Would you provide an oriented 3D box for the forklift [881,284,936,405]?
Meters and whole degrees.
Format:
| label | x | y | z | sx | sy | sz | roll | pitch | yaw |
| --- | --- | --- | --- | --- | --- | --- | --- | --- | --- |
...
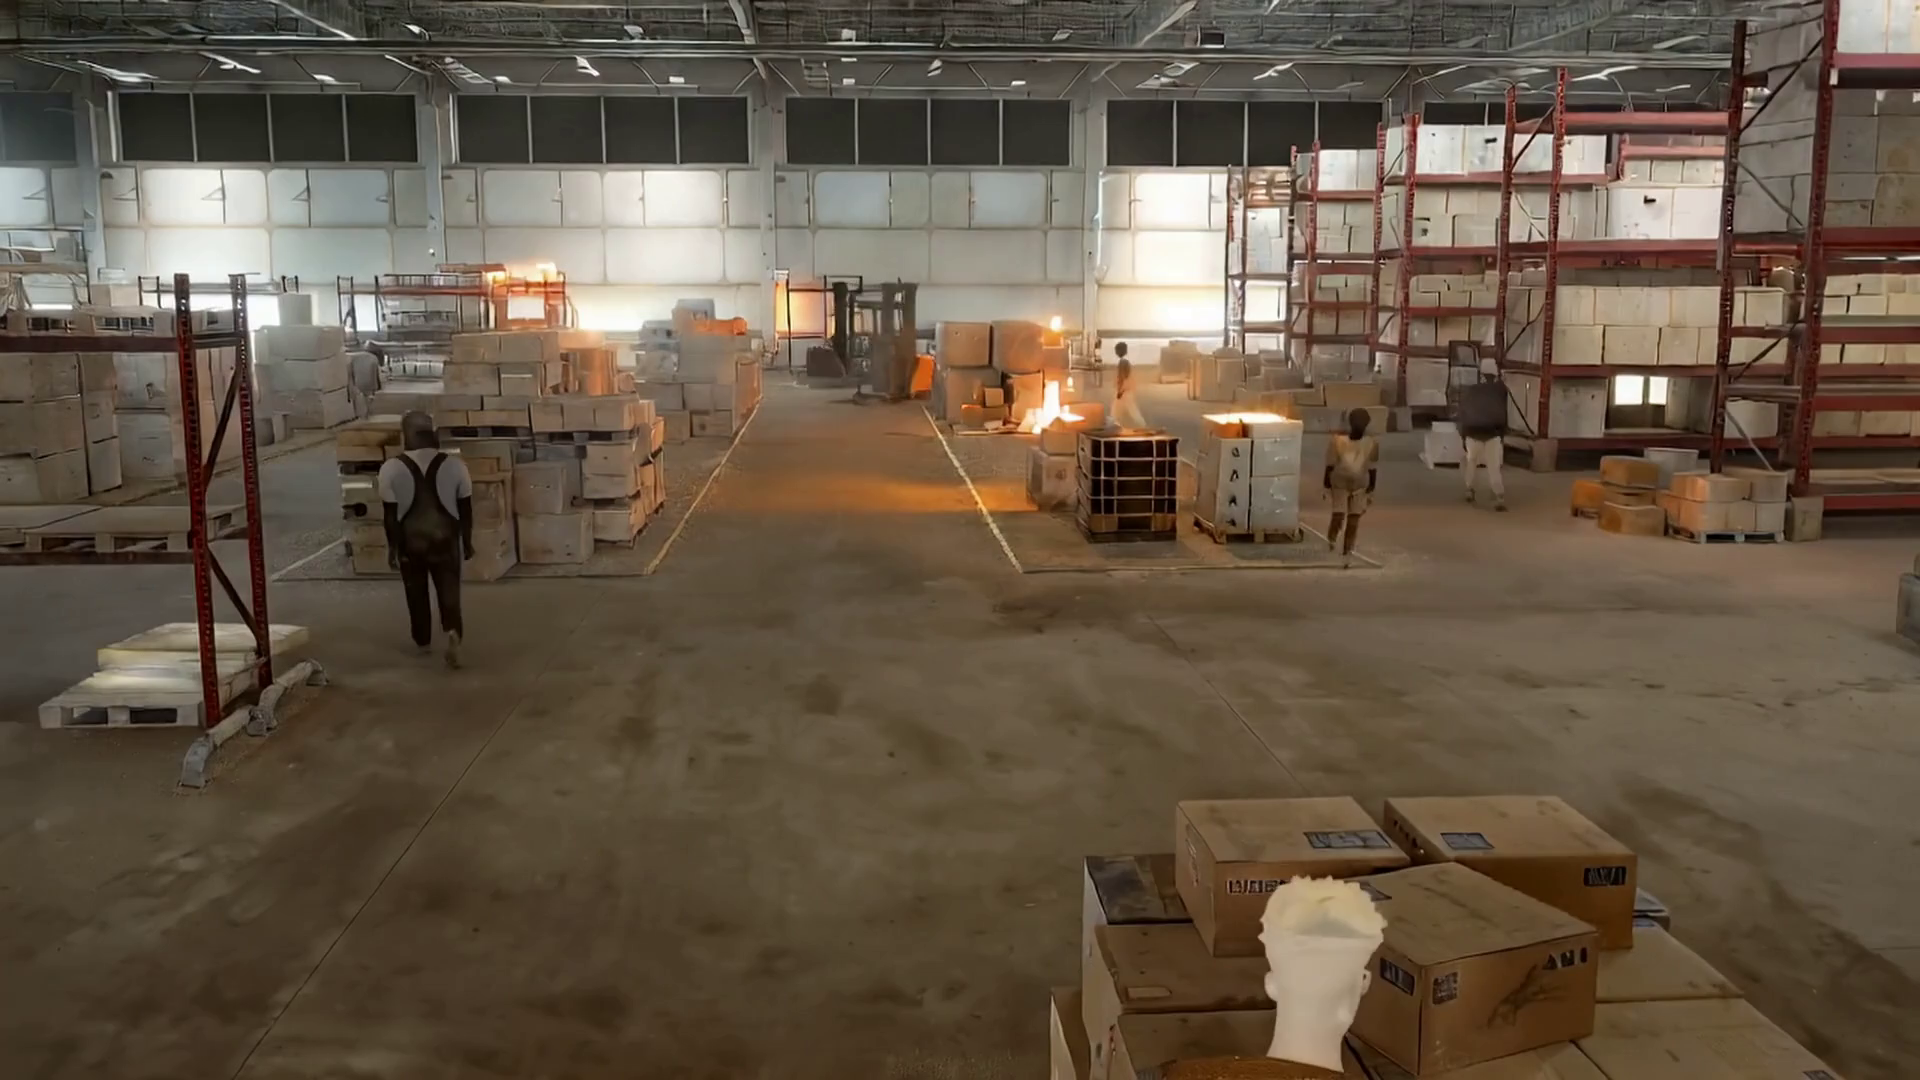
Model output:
| label | x | y | z | sx | sy | sz | roll | pitch | yaw |
| --- | --- | --- | --- | --- | --- | --- | --- | --- | --- |
| forklift | -1.404 | -4.621 | 39.044 | 1.873 | 2.768 | 1.129 | -9 | 13 | -44 |

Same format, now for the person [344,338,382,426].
| label | x | y | z | sx | sy | sz | roll | pitch | yaw |
| --- | --- | --- | --- | --- | --- | --- | --- | --- | --- |
| person | -10.386 | -2.546 | 28.971 | 0.635 | 1.936 | 0.350 | -7 | 11 | -37 |

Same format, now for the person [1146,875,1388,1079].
| label | x | y | z | sx | sy | sz | roll | pitch | yaw |
| --- | --- | --- | --- | --- | --- | --- | --- | --- | --- |
| person | 0.613 | 1.574 | 3.077 | 0.613 | 1.953 | 0.392 | 3 | 10 | 20 |

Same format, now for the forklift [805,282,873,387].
| label | x | y | z | sx | sy | sz | roll | pitch | yaw |
| --- | --- | --- | --- | --- | --- | --- | --- | --- | --- |
| forklift | -3.244 | -5.534 | 44.780 | 1.873 | 2.768 | 1.129 | -1 | 9 | -4 |

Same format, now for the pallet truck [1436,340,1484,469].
| label | x | y | z | sx | sy | sz | roll | pitch | yaw |
| --- | --- | --- | --- | --- | --- | --- | --- | --- | --- |
| pallet truck | 8.004 | -2.170 | 26.422 | 0.823 | 1.965 | 1.885 | 2 | 9 | 14 |

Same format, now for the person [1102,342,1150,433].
| label | x | y | z | sx | sy | sz | roll | pitch | yaw |
| --- | --- | --- | --- | --- | --- | --- | --- | --- | --- |
| person | 3.086 | -2.776 | 30.891 | 1.001 | 1.795 | 0.631 | 1 | 9 | 7 |

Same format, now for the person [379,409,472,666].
| label | x | y | z | sx | sy | sz | roll | pitch | yaw |
| --- | --- | --- | --- | --- | --- | --- | --- | --- | --- |
| person | -4.122 | -0.038 | 12.896 | 0.682 | 2.000 | 0.882 | -4 | 10 | -23 |

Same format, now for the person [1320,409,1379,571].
| label | x | y | z | sx | sy | sz | roll | pitch | yaw |
| --- | --- | --- | --- | --- | --- | --- | --- | --- | --- |
| person | 3.988 | -0.518 | 17.045 | 0.580 | 1.667 | 0.456 | 1 | 9 | 4 |

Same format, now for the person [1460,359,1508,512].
| label | x | y | z | sx | sy | sz | roll | pitch | yaw |
| --- | --- | --- | --- | --- | --- | --- | --- | --- | --- |
| person | 6.762 | -1.344 | 21.380 | 0.657 | 1.938 | 1.019 | 0 | 9 | -2 |
